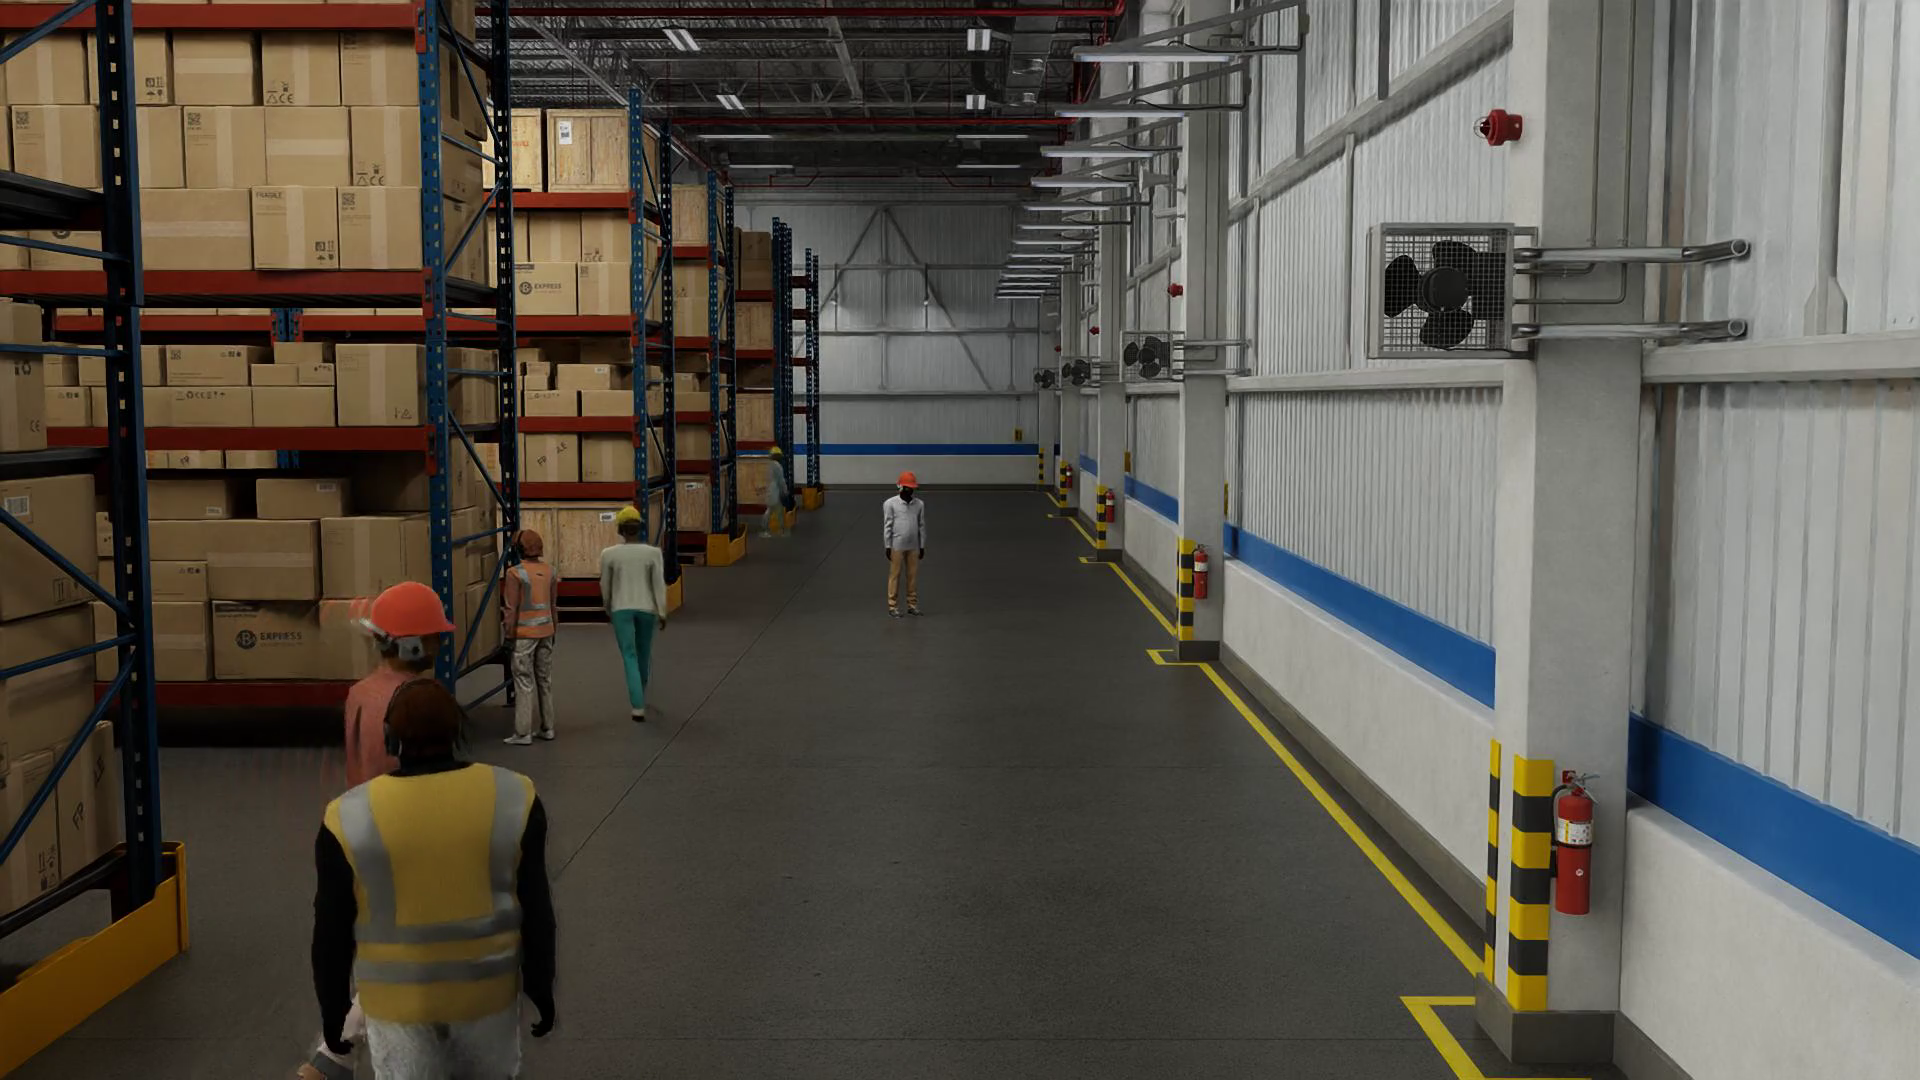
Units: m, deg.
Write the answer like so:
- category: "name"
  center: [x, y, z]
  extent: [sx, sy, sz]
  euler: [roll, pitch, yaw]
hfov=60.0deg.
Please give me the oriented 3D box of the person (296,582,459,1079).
- category: "person"
  center: [-1.999, 1.137, 5.893]
  extent: [0.502, 1.980, 0.624]
  euler: [-4, 6, -37]

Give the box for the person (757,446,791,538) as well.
- category: "person"
  center: [-3.512, -0.890, 31.085]
  extent: [0.728, 1.699, 0.594]
  euler: [-3, 6, -27]

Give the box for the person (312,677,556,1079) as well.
- category: "person"
  center: [-1.508, 1.303, 4.785]
  extent: [0.665, 1.826, 0.459]
  euler: [-2, 5, -22]

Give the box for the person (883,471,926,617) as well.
- category: "person"
  center: [-0.646, 0.053, 19.847]
  extent: [0.563, 1.743, 0.349]
  euler: [-3, 6, -31]

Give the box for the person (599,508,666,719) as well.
- category: "person"
  center: [-2.704, 0.593, 13.739]
  extent: [0.520, 1.708, 0.936]
  euler: [-2, 5, -23]

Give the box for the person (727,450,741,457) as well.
- category: "person"
  center: [-5.757, -1.893, 41.691]
  extent: [0.648, 1.884, 0.657]
  euler: [0, 5, 0]

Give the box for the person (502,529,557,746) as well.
- category: "person"
  center: [-3.241, 0.732, 12.584]
  extent: [0.312, 1.632, 0.525]
  euler: [3, 6, 29]
